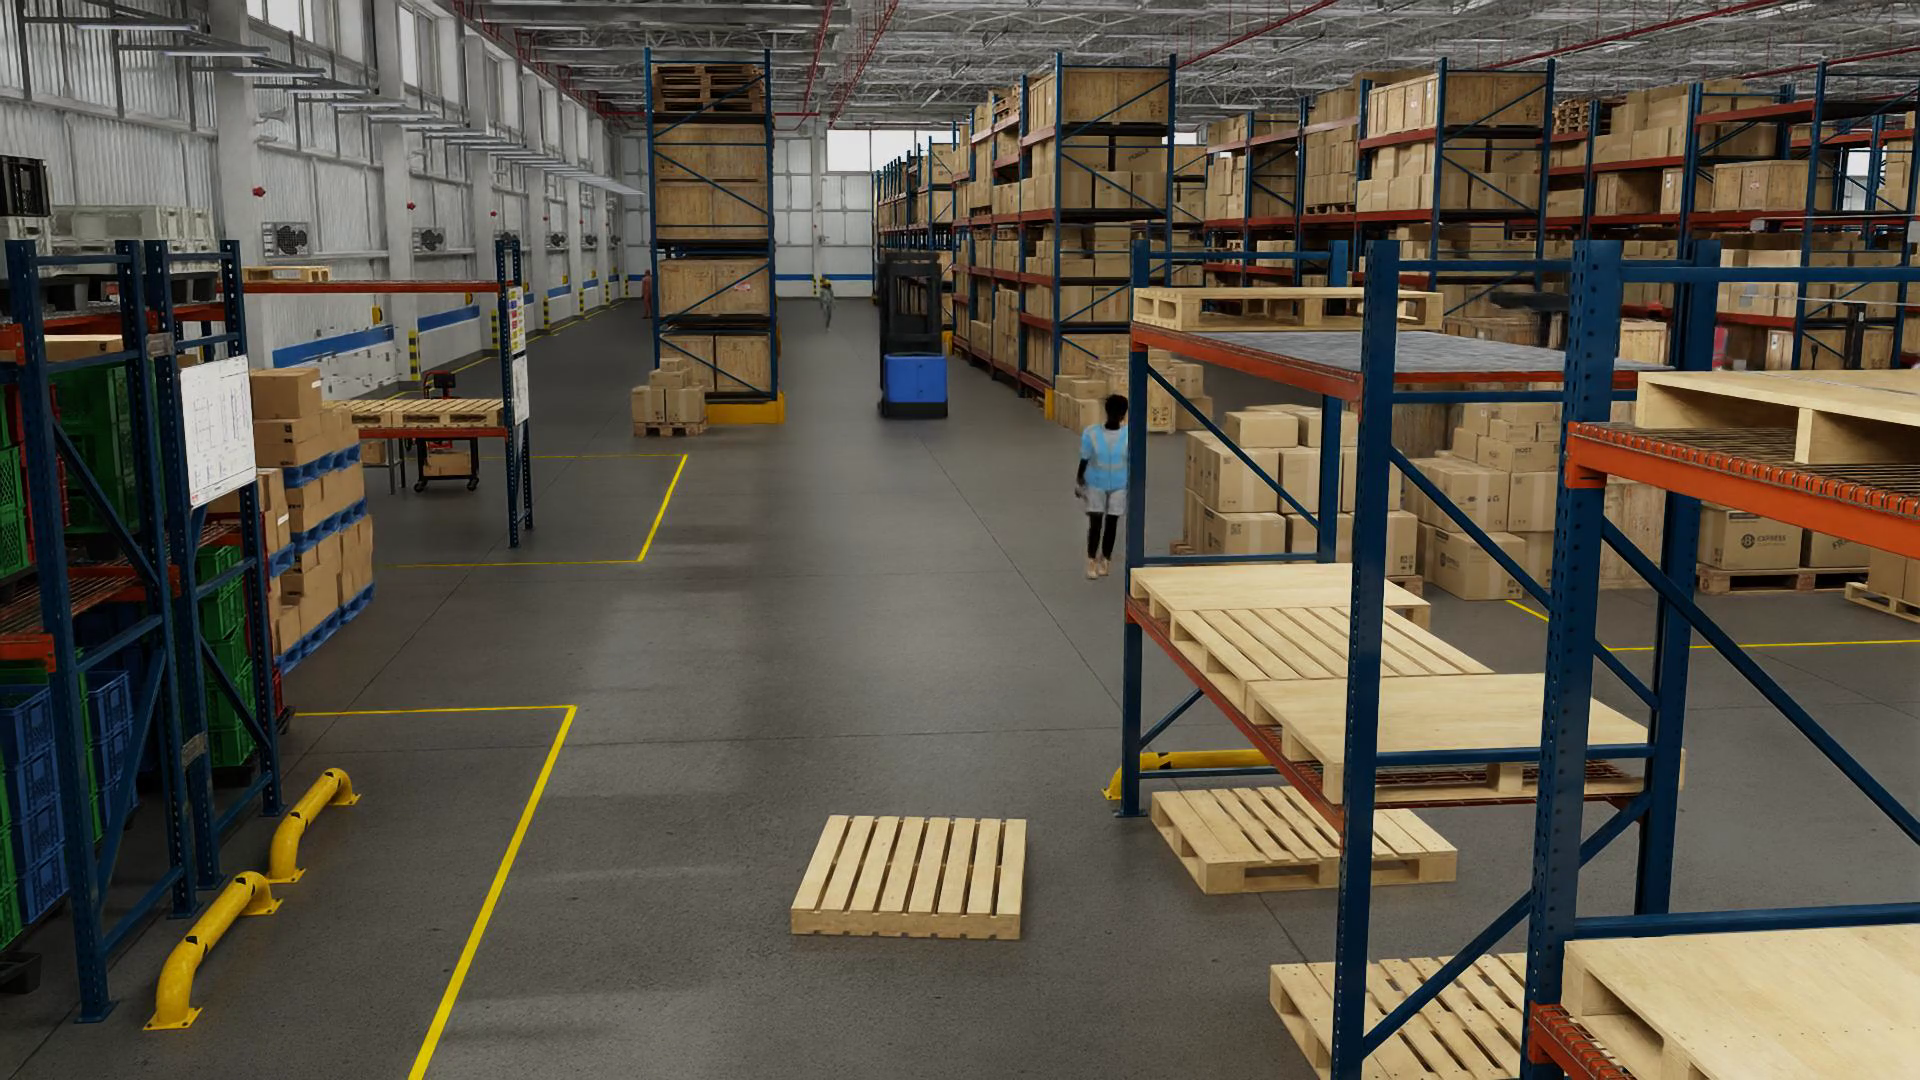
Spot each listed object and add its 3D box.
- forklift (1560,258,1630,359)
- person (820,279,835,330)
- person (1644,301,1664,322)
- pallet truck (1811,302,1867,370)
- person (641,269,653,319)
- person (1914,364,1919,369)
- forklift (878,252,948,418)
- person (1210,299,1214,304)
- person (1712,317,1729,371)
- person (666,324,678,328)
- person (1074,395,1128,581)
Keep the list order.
[{"bbox_3d":[7.243,-1.841,19.137,1.873,2.768,1.129,-1,10,-6],"label":"forklift"},{"bbox_3d":[-4.474,-7.937,56.100,0.497,1.725,0.487,-4,11,-21],"label":"person"},{"bbox_3d":[12.901,-3.543,31.284,0.538,1.906,0.954,-6,12,-31],"label":"person"},{"bbox_3d":[15.846,-3.142,28.793,1.885,1.965,0.823,2,10,12],"label":"pallet truck"},{"bbox_3d":[-12.077,-9.524,64.449,0.402,1.896,0.652,8,13,39],"label":"person"},{"bbox_3d":[11.993,-1.584,20.472,0.554,1.892,0.994,6,12,29],"label":"person"},{"bbox_3d":[-0.815,-3.559,28.654,1.129,2.768,1.873,-1,10,-6],"label":"forklift"},{"bbox_3d":[9.110,-8.917,61.296,0.574,1.823,0.817,0,10,-2],"label":"person"},{"bbox_3d":[12.902,-3.020,28.702,0.629,1.792,0.976,-1,10,-5],"label":"person"},{"bbox_3d":[-8.682,-6.973,50.306,0.682,1.888,0.560,-5,11,-26],"label":"person"},{"bbox_3d":[1.316,-0.462,14.844,0.585,1.660,0.613,0,10,-1],"label":"person"}]
